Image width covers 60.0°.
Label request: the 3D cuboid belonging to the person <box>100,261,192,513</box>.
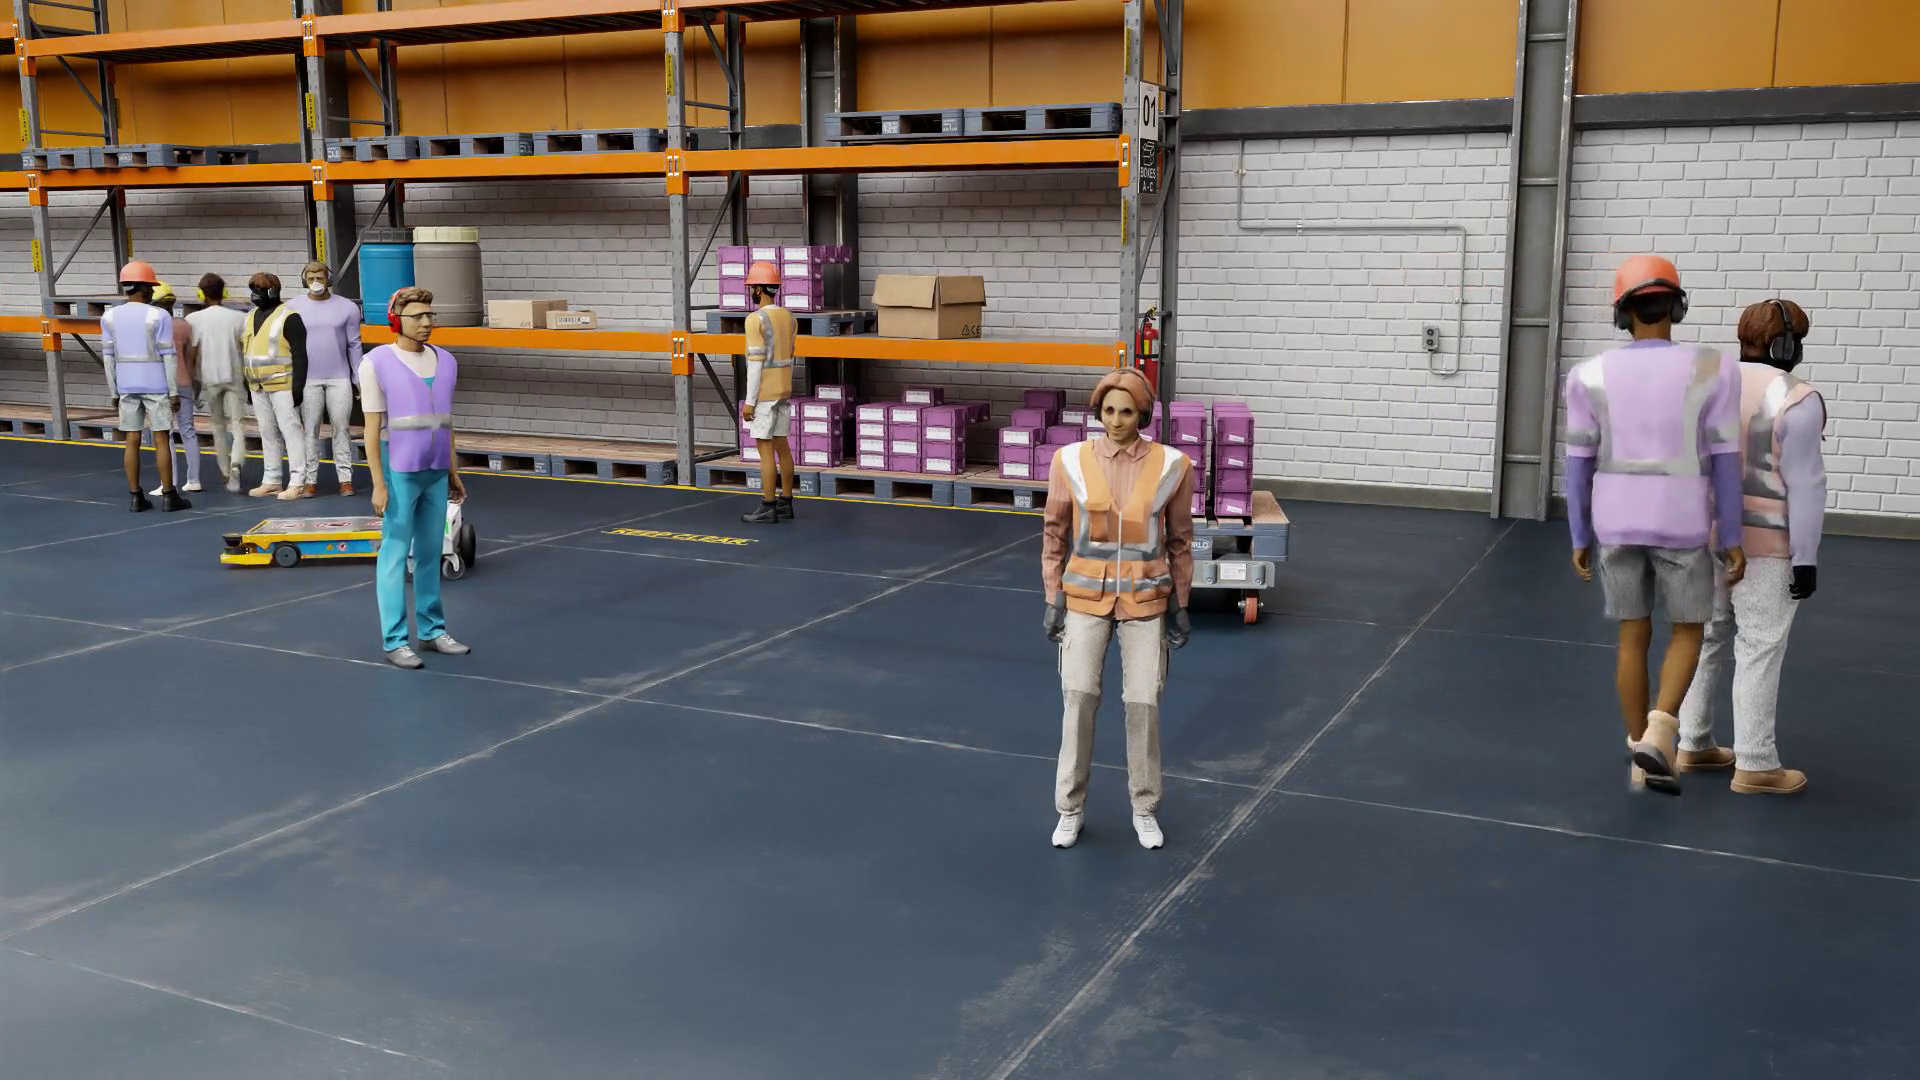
[{"bbox_3d":[-6.284,-1.171,12.826,0.546,1.934,0.376,0,10,1],"label":"person"}]

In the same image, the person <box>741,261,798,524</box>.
[{"bbox_3d":[-1.433,-1.087,12.331,0.359,1.938,0.545,5,11,26],"label":"person"}]

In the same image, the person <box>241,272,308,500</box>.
[{"bbox_3d":[-5.579,-1.246,13.518,0.634,1.841,0.429,5,11,27],"label":"person"}]

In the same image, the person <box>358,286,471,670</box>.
[{"bbox_3d":[-2.681,-0.313,8.160,0.393,1.846,0.564,5,11,28],"label":"person"}]

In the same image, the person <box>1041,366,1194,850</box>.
[{"bbox_3d":[0.531,0.234,5.622,0.514,1.639,0.311,1,10,4],"label":"person"}]

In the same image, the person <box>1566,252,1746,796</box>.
[{"bbox_3d":[2.533,-0.040,6.117,0.655,2.017,0.573,6,12,32],"label":"person"}]

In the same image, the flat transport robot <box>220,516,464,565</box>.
[{"bbox_3d":[-4.026,-0.011,10.936,1.431,0.197,0.652,-2,10,-9],"label":"flat transport robot"}]

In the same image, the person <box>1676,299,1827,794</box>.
[{"bbox_3d":[2.982,0.022,6.266,0.429,1.839,0.630,-4,11,-20],"label":"person"}]

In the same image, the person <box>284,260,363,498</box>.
[{"bbox_3d":[-5.204,-1.310,13.607,0.635,1.937,0.354,-4,11,-23],"label":"person"}]

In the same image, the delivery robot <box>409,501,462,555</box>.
[{"bbox_3d":[-3.303,-0.094,10.330,0.477,0.478,0.707,-2,10,-11],"label":"delivery robot"}]

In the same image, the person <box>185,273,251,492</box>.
[{"bbox_3d":[-6.192,-1.323,13.985,0.523,1.839,0.868,-4,11,-23],"label":"person"}]

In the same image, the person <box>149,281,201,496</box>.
[{"bbox_3d":[-6.538,-1.243,13.717,0.317,1.766,0.533,5,11,25],"label":"person"}]
